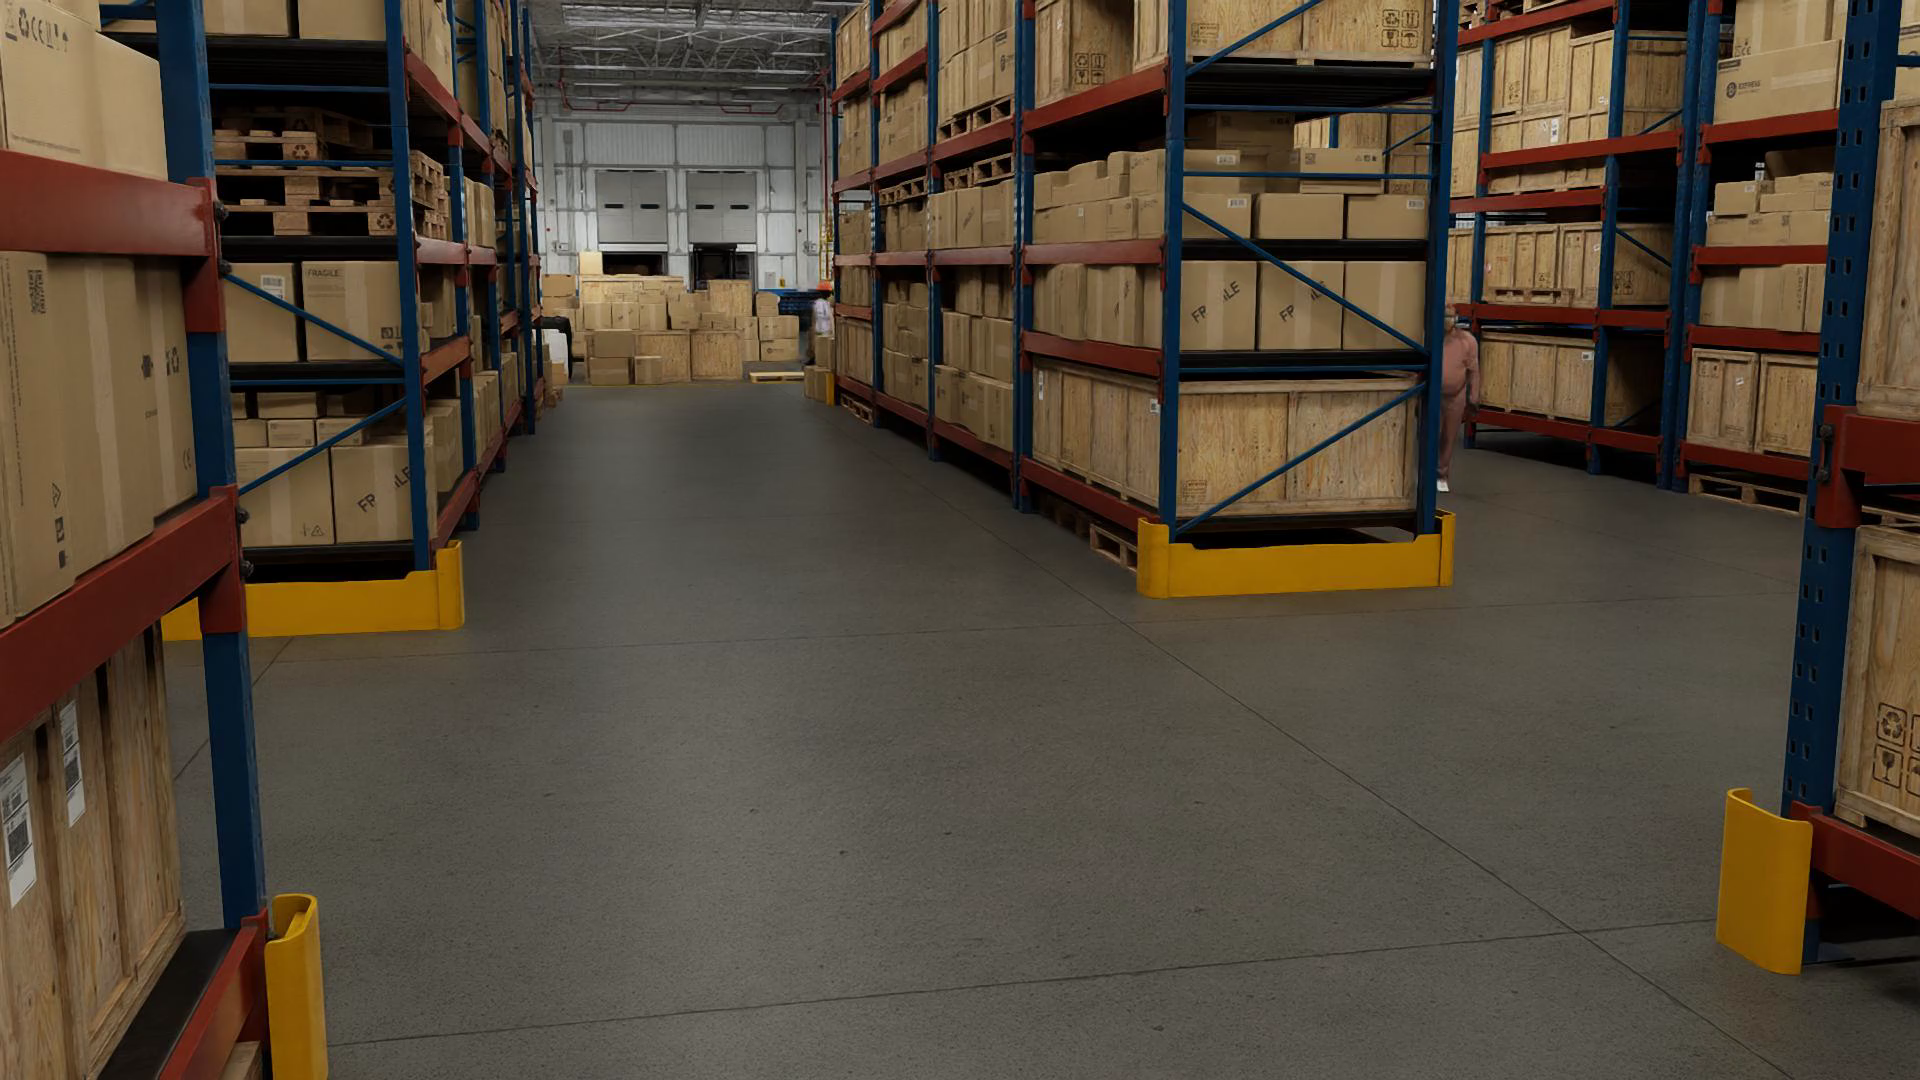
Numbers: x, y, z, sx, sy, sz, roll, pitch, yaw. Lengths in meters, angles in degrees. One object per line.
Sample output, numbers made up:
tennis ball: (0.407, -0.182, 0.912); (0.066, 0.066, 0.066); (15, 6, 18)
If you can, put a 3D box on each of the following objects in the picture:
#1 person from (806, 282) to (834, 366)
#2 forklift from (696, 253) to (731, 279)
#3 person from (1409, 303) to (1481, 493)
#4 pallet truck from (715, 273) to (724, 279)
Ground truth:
person: (-2.817, -4.329, 34.111); (0.524, 1.927, 0.560); (3, 10, 18)
forklift: (-6.403, -6.321, 43.352); (1.129, 2.768, 1.873); (-2, 10, -12)
person: (4.706, -1.350, 16.126); (0.658, 1.860, 0.954); (1, 9, 7)
pallet truck: (-8.580, -8.986, 62.280); (1.885, 1.965, 0.823); (1, 9, 5)
